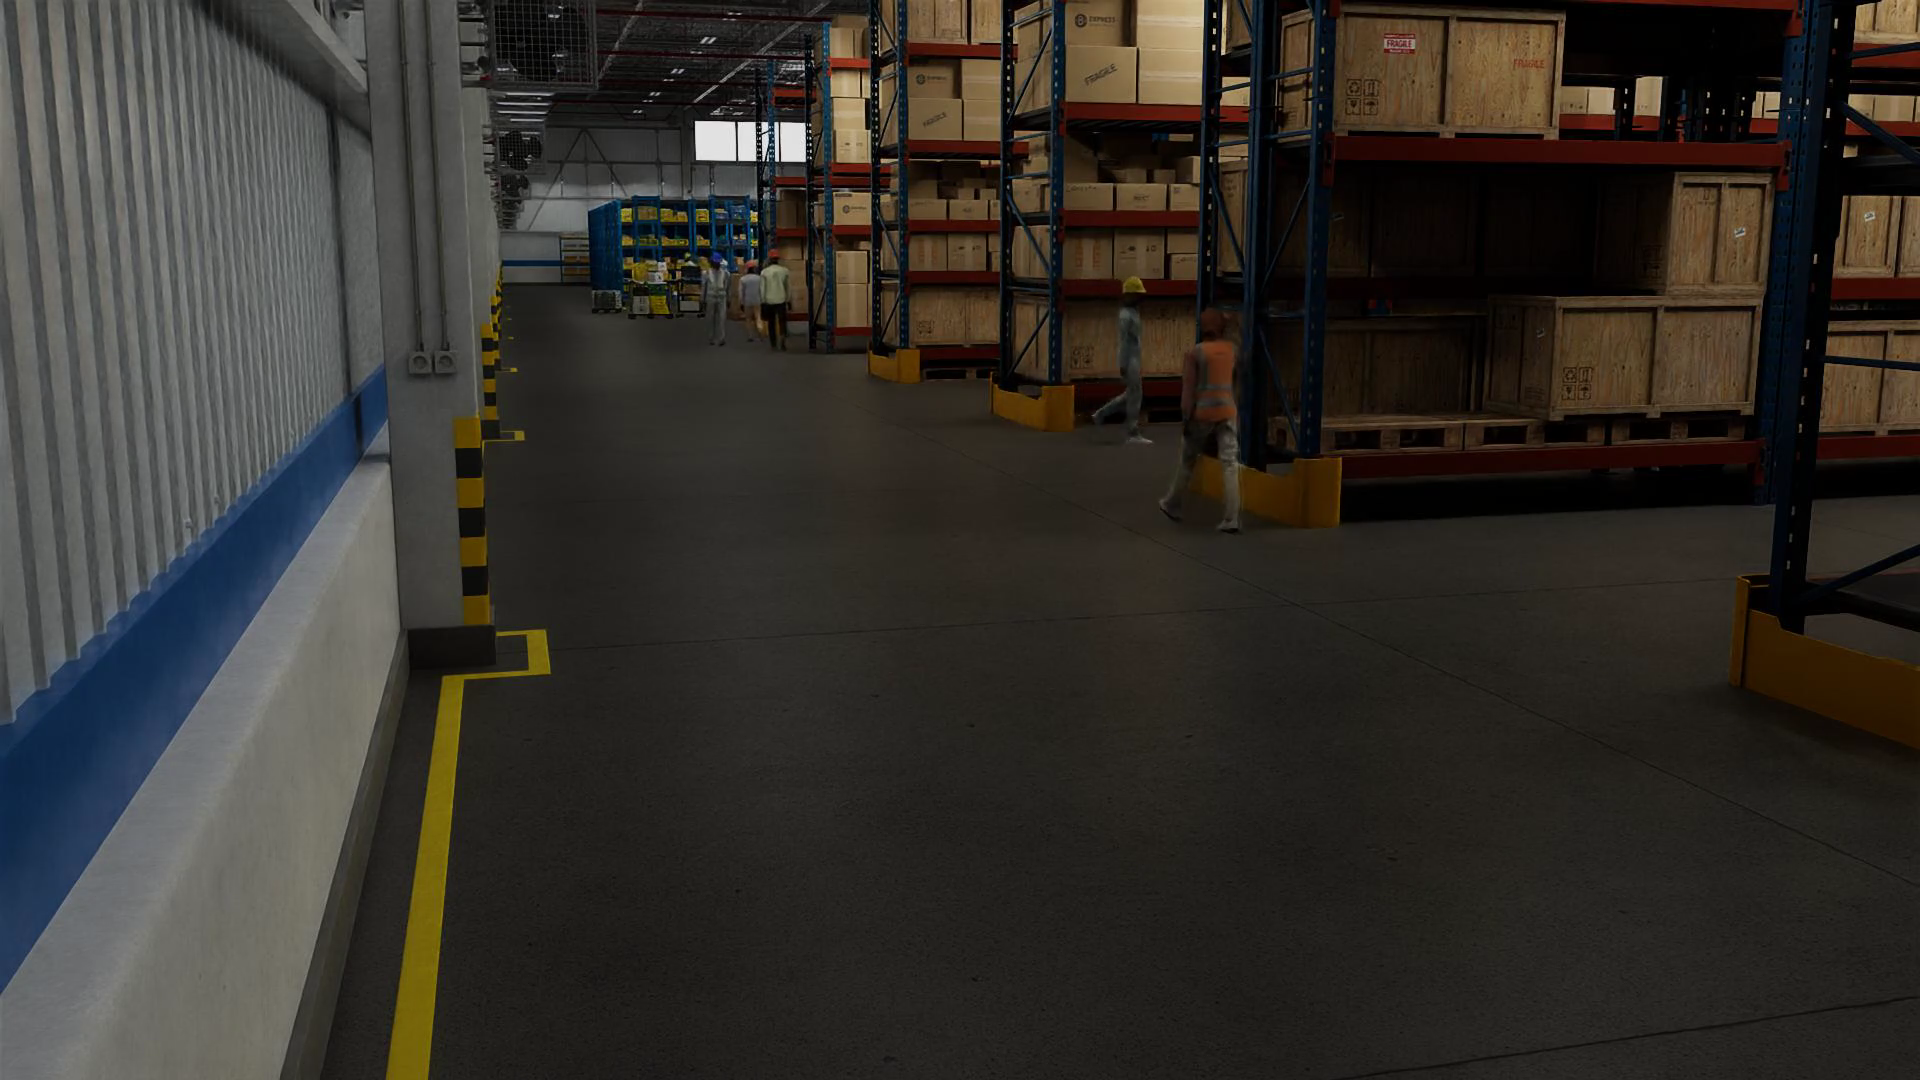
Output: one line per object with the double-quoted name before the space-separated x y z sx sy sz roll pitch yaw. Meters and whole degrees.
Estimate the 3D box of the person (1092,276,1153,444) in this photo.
"person" 1.691 -1.851 17.130 0.576 1.721 0.491 3 10 15

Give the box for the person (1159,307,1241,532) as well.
"person" 1.766 -0.870 11.954 0.519 1.582 0.912 -4 11 -23

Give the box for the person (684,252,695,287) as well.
"person" -9.076 -8.709 55.671 0.404 1.829 0.603 3 10 17

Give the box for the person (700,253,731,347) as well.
"person" -4.986 -4.897 33.930 0.632 1.896 1.046 -3 10 -14

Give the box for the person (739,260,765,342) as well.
"person" -4.393 -5.040 35.154 0.558 1.734 0.510 -5 11 -24

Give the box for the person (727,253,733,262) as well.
"person" -8.749 -10.161 63.886 0.735 1.819 0.606 -3 10 -16

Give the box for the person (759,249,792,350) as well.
"person" -3.583 -4.657 32.296 0.632 1.979 0.558 -2 10 -12
